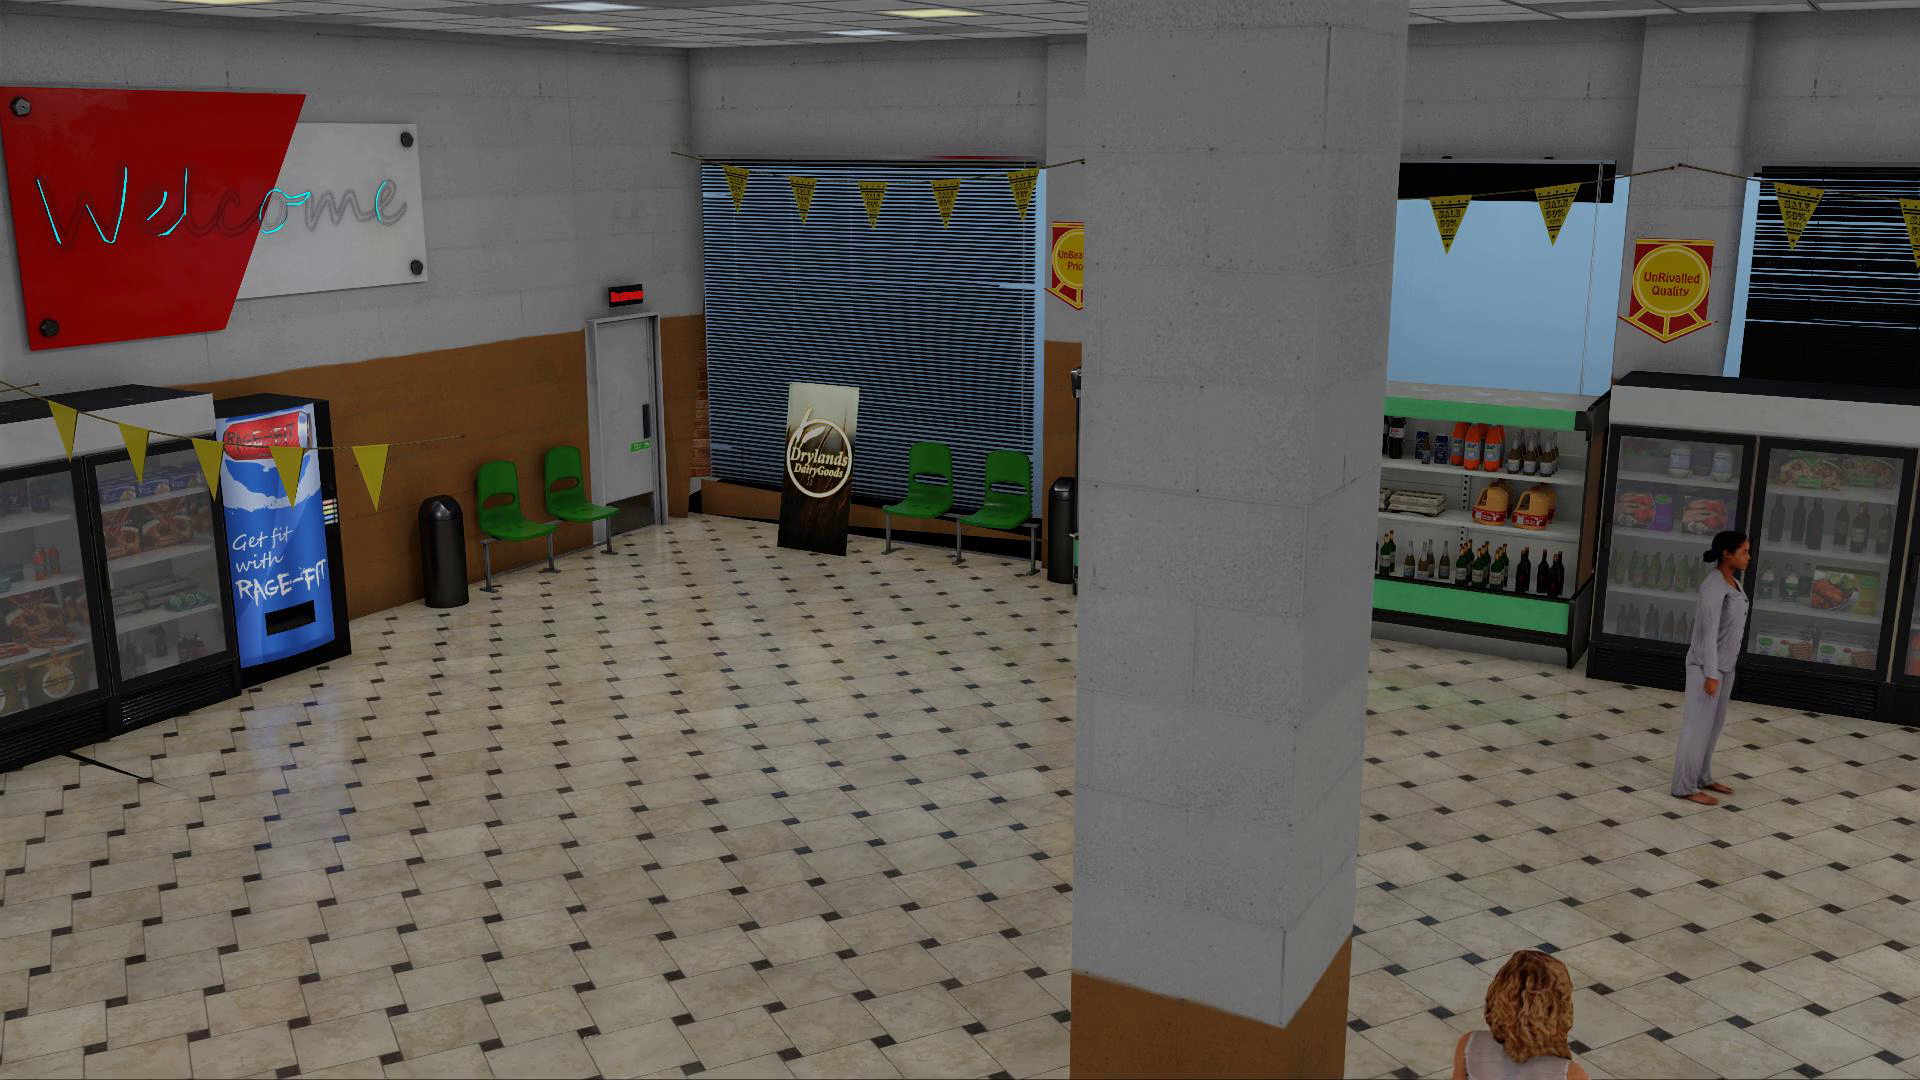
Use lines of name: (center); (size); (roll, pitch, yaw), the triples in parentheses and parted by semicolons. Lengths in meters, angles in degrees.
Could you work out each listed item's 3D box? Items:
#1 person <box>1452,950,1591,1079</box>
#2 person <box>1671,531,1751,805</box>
person: (1.686, 2.101, 5.237); (0.770, 1.650, 0.763); (11, 18, 39)
person: (4.742, 0.780, 10.501); (0.610, 1.735, 0.663); (11, 18, 39)
